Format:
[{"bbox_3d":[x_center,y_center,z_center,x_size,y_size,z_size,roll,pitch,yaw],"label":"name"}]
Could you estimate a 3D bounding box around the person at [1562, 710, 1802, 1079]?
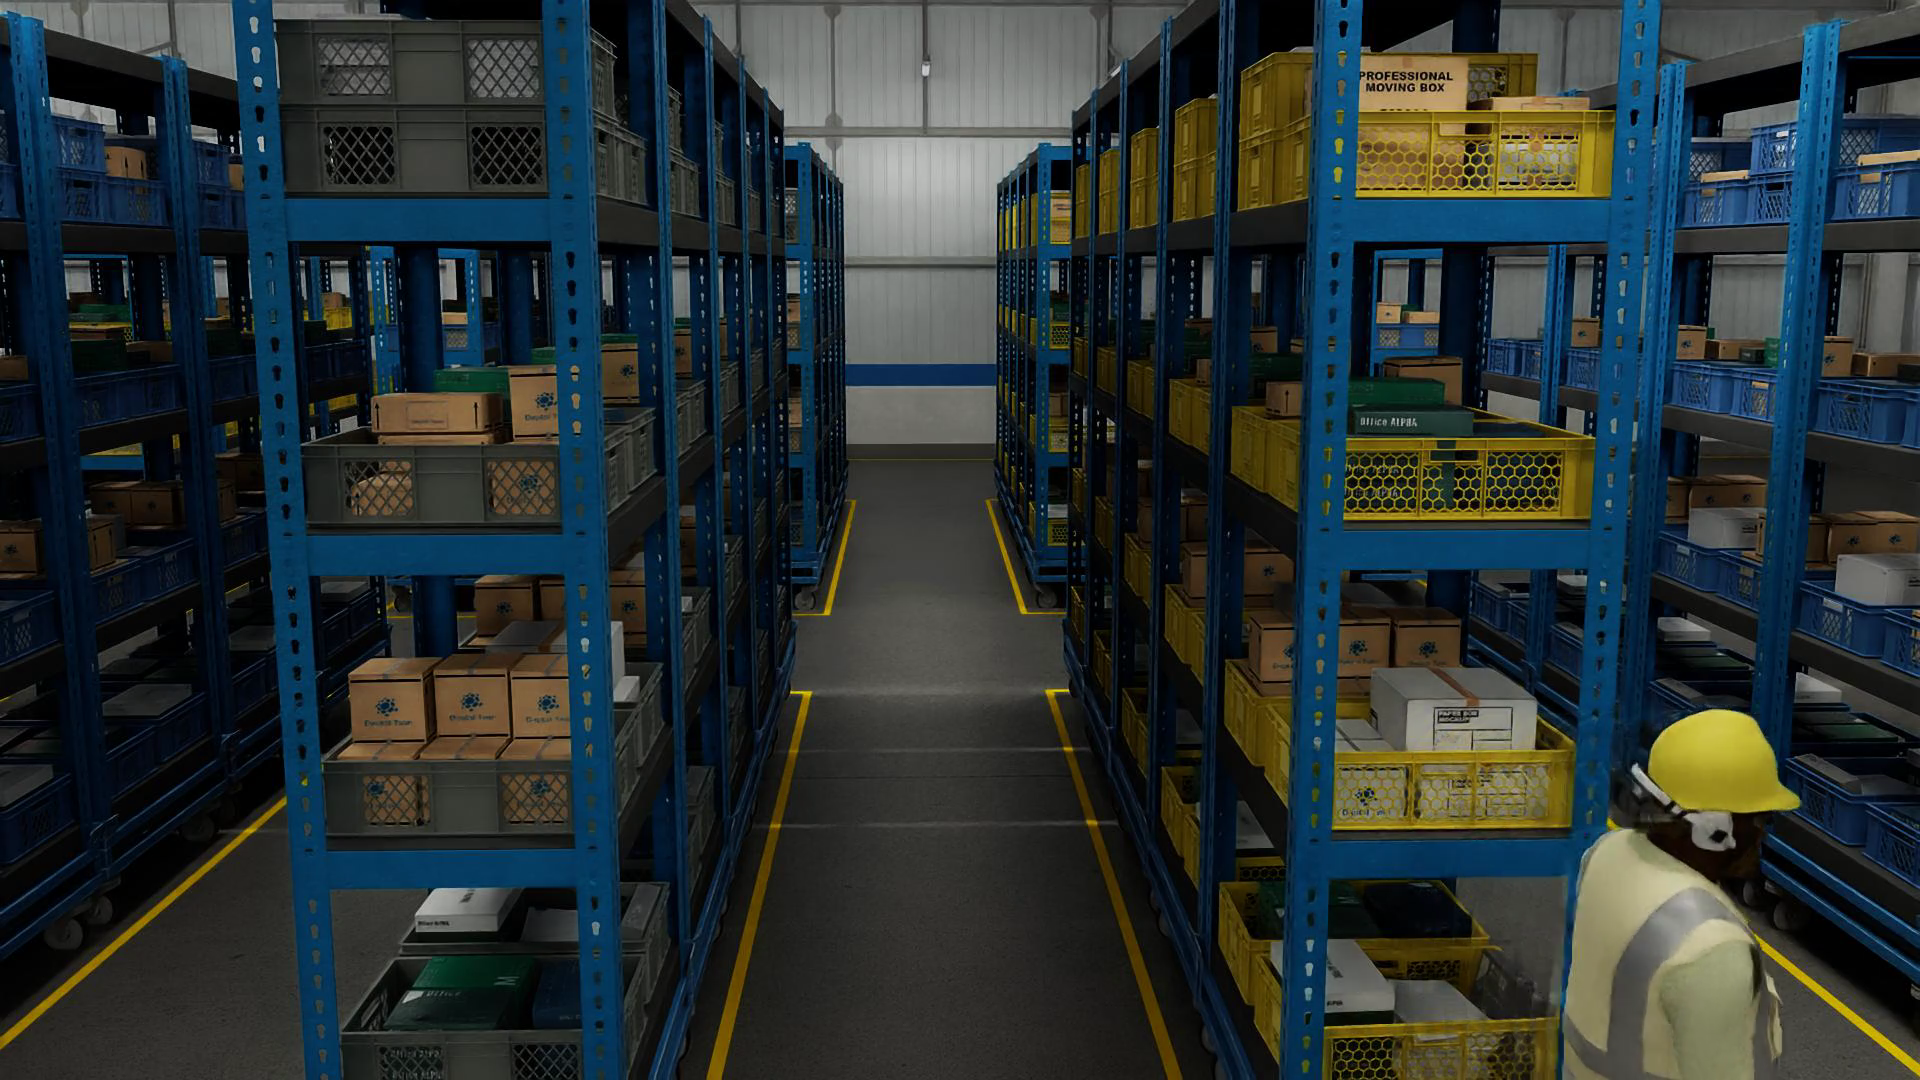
[{"bbox_3d":[1.473,1.228,3.423,0.438,1.813,0.616,0,9,3],"label":"person"}]
